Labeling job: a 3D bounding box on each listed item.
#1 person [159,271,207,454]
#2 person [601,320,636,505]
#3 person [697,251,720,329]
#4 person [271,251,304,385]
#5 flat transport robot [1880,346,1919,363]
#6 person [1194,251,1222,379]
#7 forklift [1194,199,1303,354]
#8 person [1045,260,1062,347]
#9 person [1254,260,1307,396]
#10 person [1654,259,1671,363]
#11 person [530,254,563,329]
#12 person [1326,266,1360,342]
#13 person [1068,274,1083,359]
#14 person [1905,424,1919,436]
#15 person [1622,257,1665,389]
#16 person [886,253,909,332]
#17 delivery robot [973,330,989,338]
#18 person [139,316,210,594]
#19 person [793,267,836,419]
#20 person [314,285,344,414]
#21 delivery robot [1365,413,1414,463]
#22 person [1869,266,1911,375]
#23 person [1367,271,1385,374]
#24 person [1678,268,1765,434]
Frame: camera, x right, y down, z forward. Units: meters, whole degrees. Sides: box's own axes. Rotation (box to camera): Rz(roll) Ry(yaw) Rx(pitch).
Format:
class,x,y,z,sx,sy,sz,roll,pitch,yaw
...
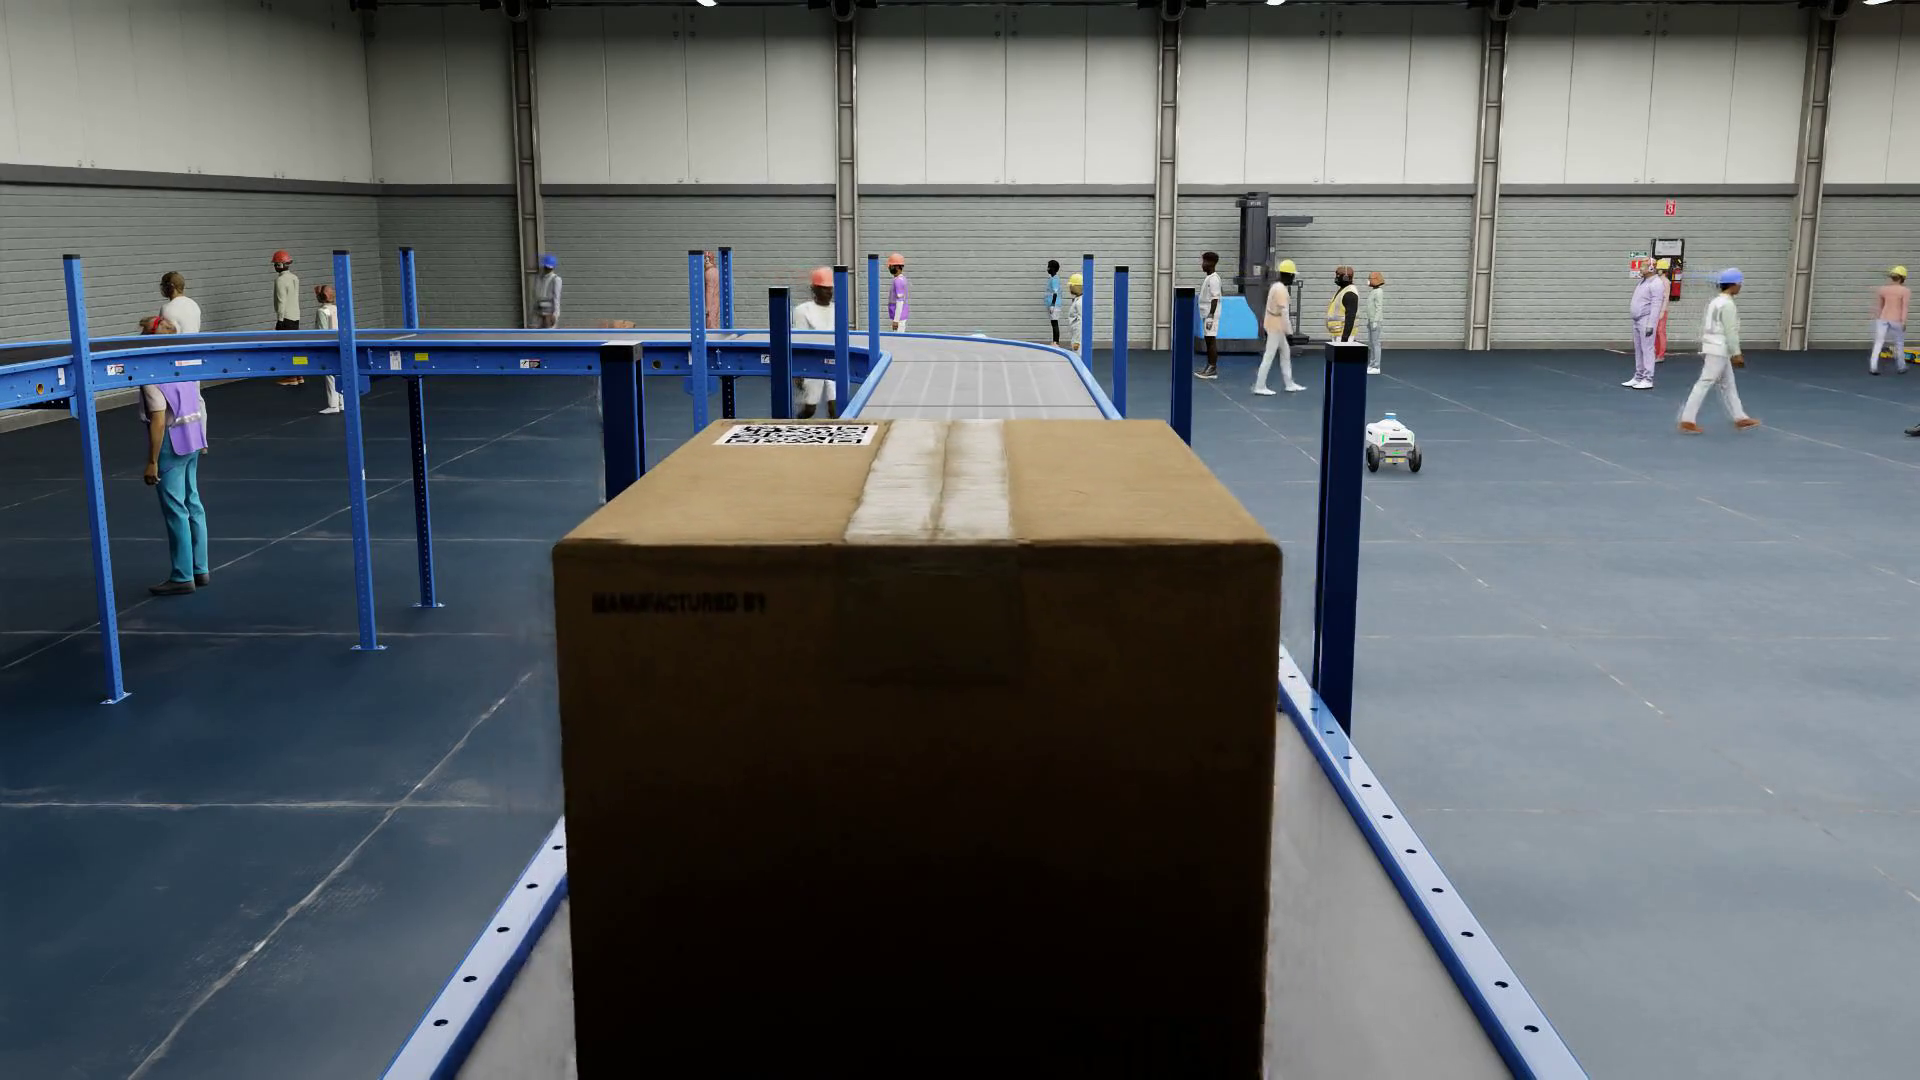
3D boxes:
class,x,y,z,sx,sy,sz,roll,pitch,yaw
person,-8.167,-1.840,17.446,0.372,1.940,0.631,0,11,0
person,-2.831,-1.078,14.324,0.626,1.616,0.538,0,11,0
person,-4.374,-4.067,28.972,0.409,1.908,0.642,0,11,0
person,-10.120,-3.340,25.011,0.379,1.995,0.612,0,11,0
flat transport robot,16.776,-3.238,29.036,0.652,0.197,1.431,0,11,1
person,3.896,-3.520,26.006,0.367,1.966,0.606,0,11,0
forklift,5.313,-4.851,30.603,1.873,2.768,1.129,0,11,1
person,1.745,-4.388,31.163,0.318,1.697,0.535,0,11,0
person,4.578,-2.987,23.465,0.879,1.883,0.633,0,11,2
person,12.052,-3.946,28.703,0.305,1.772,0.525,0,11,0
person,-6.756,-3.709,27.174,0.700,1.887,0.389,7,13,31
person,5.196,-2.802,22.641,0.429,1.844,0.626,0,11,0
person,1.571,-2.698,22.352,0.287,1.746,0.487,0,11,0
person,11.124,-2.131,18.931,0.350,1.942,0.545,0,11,0
person,10.042,-3.182,24.427,0.409,1.909,0.642,0,11,0
person,-0.972,-3.463,25.776,0.350,1.942,0.545,0,11,0
delivery robot,0.339,-3.400,28.893,0.477,0.478,0.707,-8,14,-35
person,-5.277,-0.574,11.169,0.389,1.850,0.566,0,11,0
person,-1.438,-1.742,16.777,0.617,2.019,0.825,-6,13,-29
person,-8.069,-2.436,21.279,0.308,1.641,0.514,0,11,0
delivery robot,4.319,-1.031,16.724,0.477,0.478,0.707,0,11,1
person,14.848,-3.488,26.470,0.903,1.712,0.542,-6,13,-29
person,6.642,-3.493,26.728,0.282,1.633,0.500,0,11,0
person,8.845,-2.167,19.203,1.002,1.898,0.601,3,11,13
